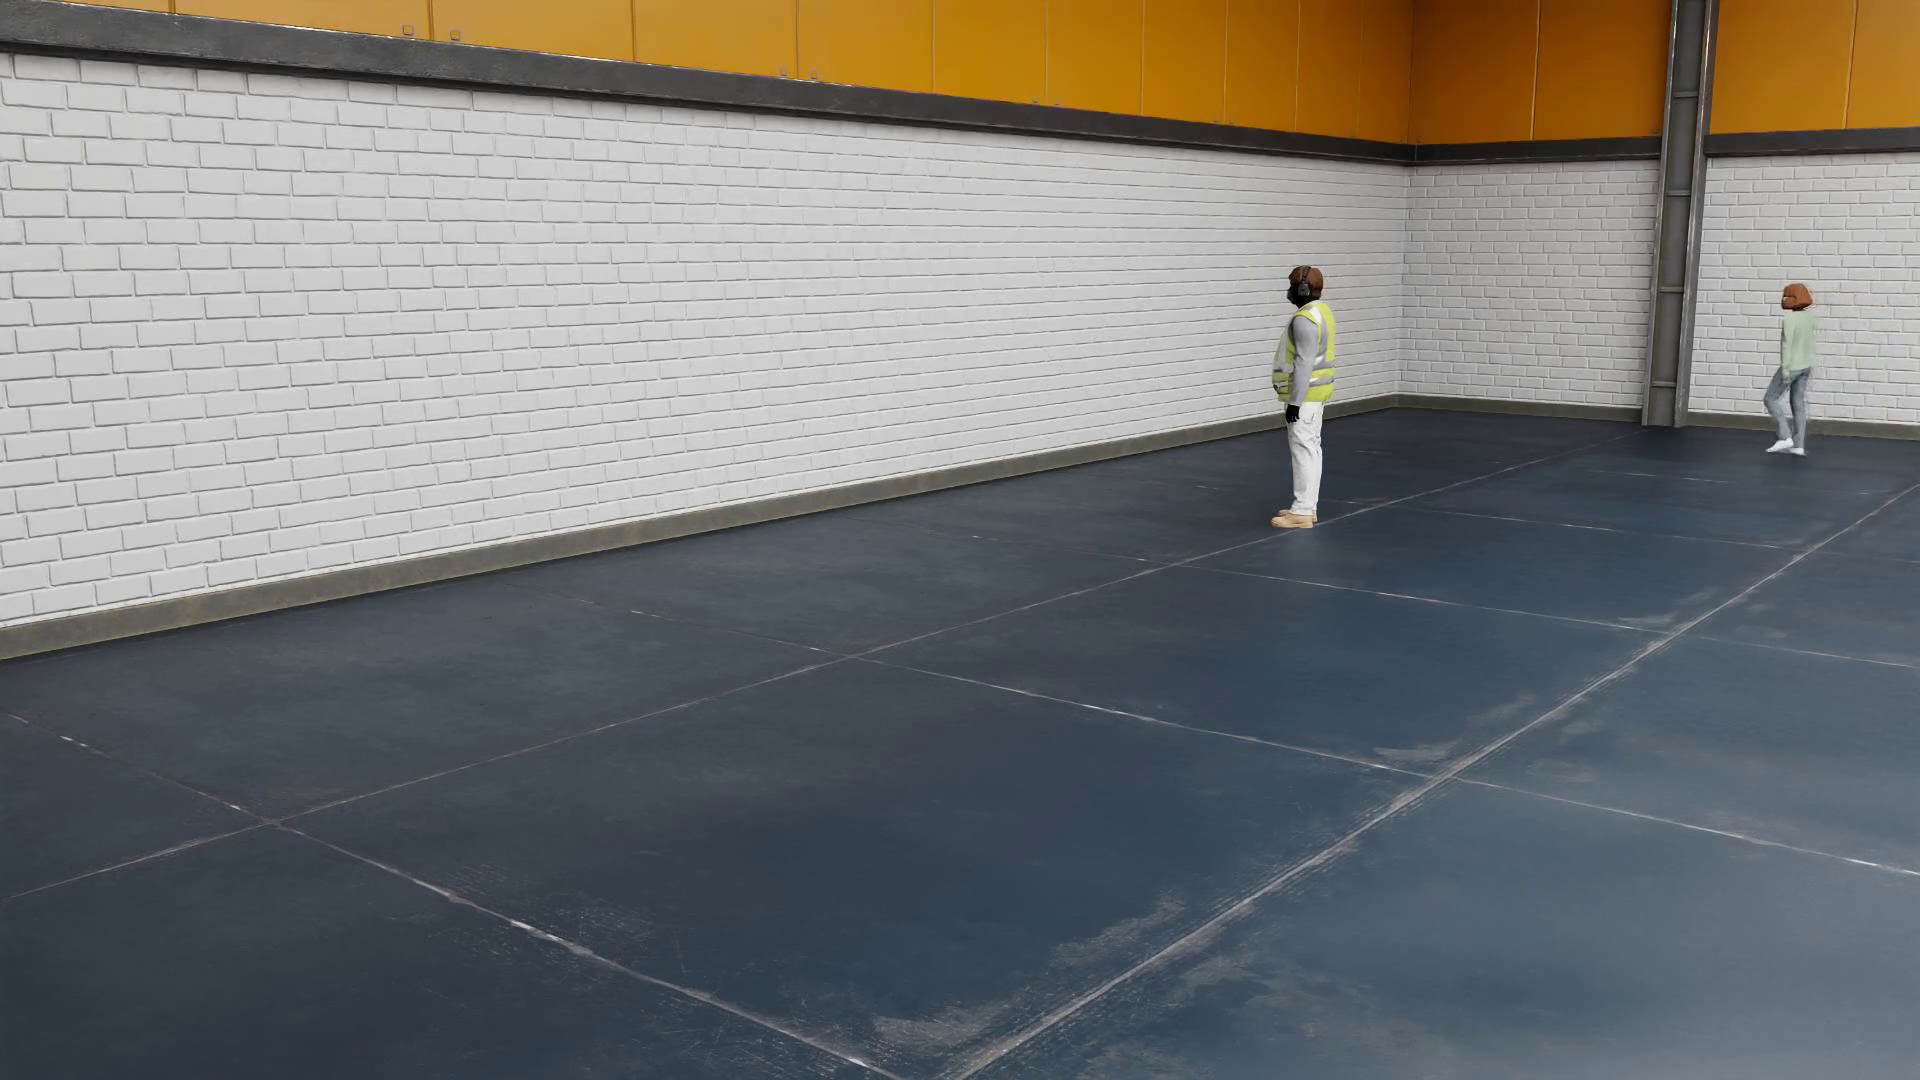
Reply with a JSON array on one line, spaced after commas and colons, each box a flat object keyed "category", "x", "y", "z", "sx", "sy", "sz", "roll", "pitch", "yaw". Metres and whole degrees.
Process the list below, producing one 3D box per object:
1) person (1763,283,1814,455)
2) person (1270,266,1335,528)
[{"category": "person", "x": 7.858, "y": -1.604, "z": 15.708, "sx": 0.506, "sy": 1.620, "sz": 0.409, "roll": -7, "pitch": 12, "yaw": -32}, {"category": "person", "x": 2.418, "y": -1.008, "z": 11.770, "sx": 0.429, "sy": 1.844, "sz": 0.625, "roll": 4, "pitch": 11, "yaw": 21}]
